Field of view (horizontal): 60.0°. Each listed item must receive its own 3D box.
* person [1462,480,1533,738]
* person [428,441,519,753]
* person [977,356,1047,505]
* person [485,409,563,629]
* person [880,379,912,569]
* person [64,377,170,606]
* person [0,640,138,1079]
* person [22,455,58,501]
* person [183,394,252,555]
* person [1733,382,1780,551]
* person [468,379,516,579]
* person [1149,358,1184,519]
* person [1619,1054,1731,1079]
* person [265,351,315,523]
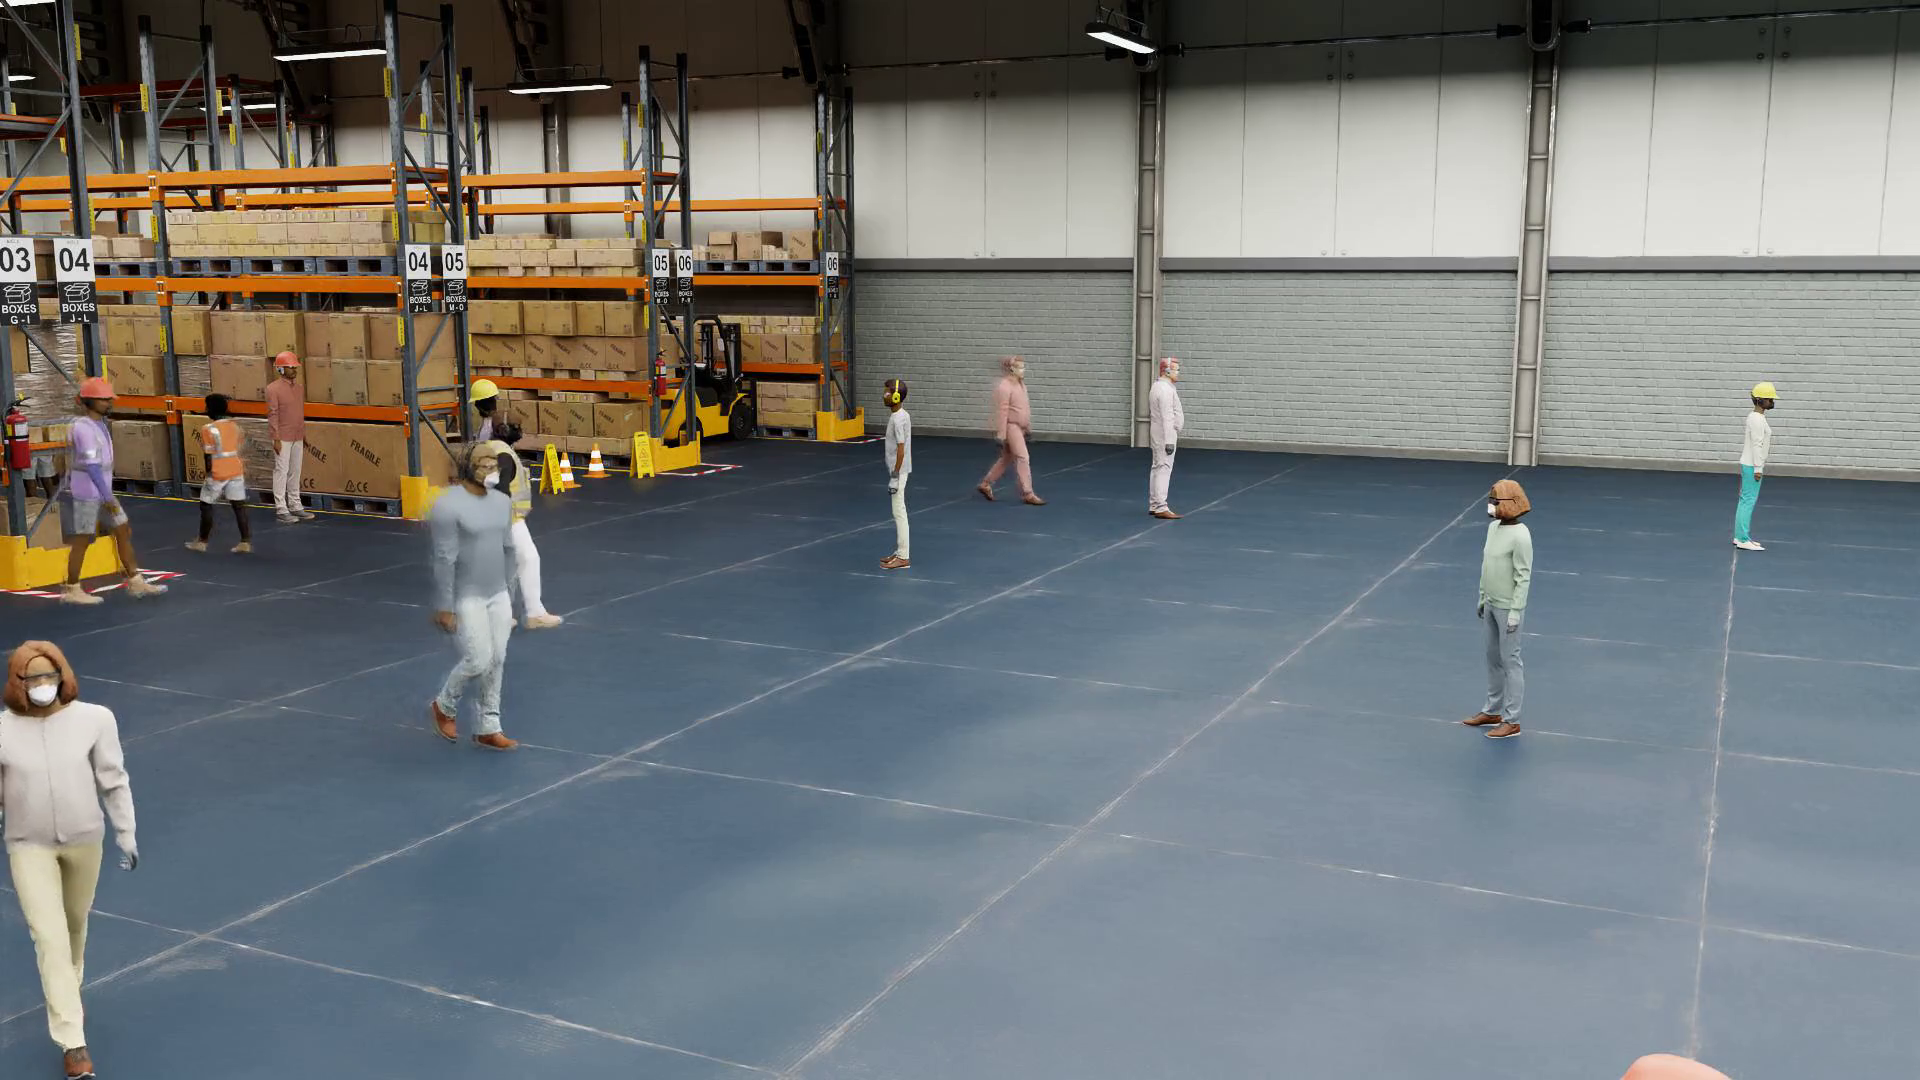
[{"bbox_3d":[3.424,0.429,10.527,0.281,1.633,0.500,-2,9,-9],"label":"person"},{"bbox_3d":[-2.941,0.352,10.103,0.502,1.924,0.642,5,10,27],"label":"person"},{"bbox_3d":[0.636,-1.386,20.943,0.941,1.870,0.653,3,10,20],"label":"person"},{"bbox_3d":[-3.612,-0.168,13.644,0.763,1.818,0.630,-4,10,-25],"label":"person"},{"bbox_3d":[-0.641,-0.653,16.427,0.328,1.876,0.514,0,9,-1],"label":"person"},{"bbox_3d":[-7.460,-0.416,14.571,0.938,2.006,0.625,-2,9,-10],"label":"person"},{"bbox_3d":[-3.380,1.149,6.242,0.515,1.582,0.847,-7,12,-39],"label":"person"},{"bbox_3d":[-10.293,-1.004,18.419,0.374,1.927,0.542,4,10,23],"label":"person"},{"bbox_3d":[-7.696,-0.671,17.169,0.769,1.664,0.544,4,10,21],"label":"person"},{"bbox_3d":[8.392,-0.776,17.510,0.327,1.767,0.533,3,10,20],"label":"person"},{"bbox_3d":[-4.415,-0.558,15.713,0.381,1.917,0.586,-4,10,-24],"label":"person"},{"bbox_3d":[2.456,-1.208,19.738,0.401,1.904,0.651,-1,9,-4],"label":"person"},{"bbox_3d":[0.943,1.627,2.250,0.375,1.935,0.551,6,11,31],"label":"person"},{"bbox_3d":[-7.834,-1.206,19.444,0.383,1.996,0.609,2,10,15],"label":"person"}]
